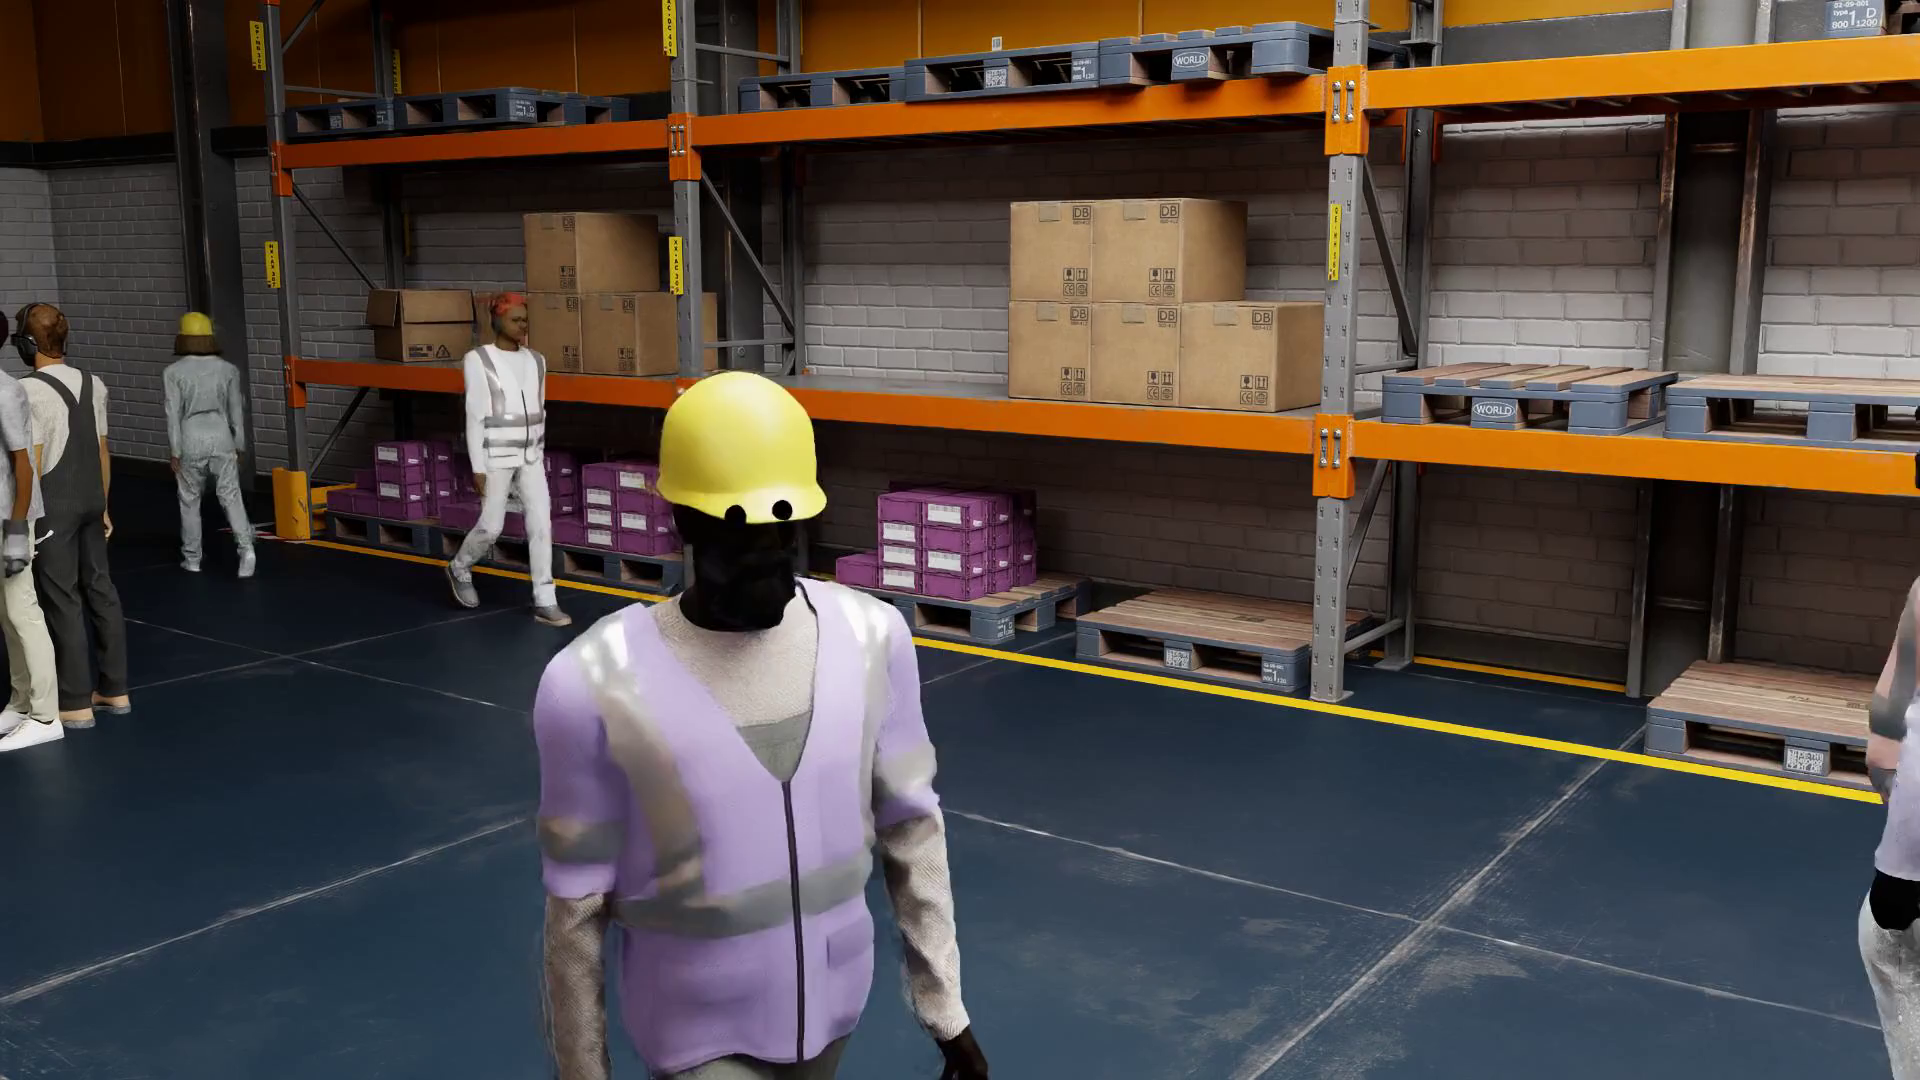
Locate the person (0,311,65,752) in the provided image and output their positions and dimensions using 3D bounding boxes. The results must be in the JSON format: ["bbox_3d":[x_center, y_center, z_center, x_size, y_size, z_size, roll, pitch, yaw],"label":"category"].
[{"bbox_3d":[-3.989,-0.060,6.902,0.335,1.873,0.521,-8,13,-40],"label":"person"}]

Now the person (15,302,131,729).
[{"bbox_3d":[-3.893,-0.102,7.227,0.329,1.844,0.509,2,10,14],"label":"person"}]

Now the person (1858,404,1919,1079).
[{"bbox_3d":[1.978,0.563,3.344,0.650,1.818,0.569,-9,13,-44],"label":"person"}]

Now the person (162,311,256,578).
[{"bbox_3d":[-4.805,-0.607,10.659,0.493,1.711,0.847,-9,13,-42],"label":"person"}]

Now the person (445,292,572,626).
[{"bbox_3d":[-2.566,-0.459,9.336,0.869,1.857,0.579,7,12,37],"label":"person"}]

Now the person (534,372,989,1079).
[{"bbox_3d":[-0.321,0.682,2.501,0.590,1.877,0.994,-7,12,-36],"label":"person"}]
